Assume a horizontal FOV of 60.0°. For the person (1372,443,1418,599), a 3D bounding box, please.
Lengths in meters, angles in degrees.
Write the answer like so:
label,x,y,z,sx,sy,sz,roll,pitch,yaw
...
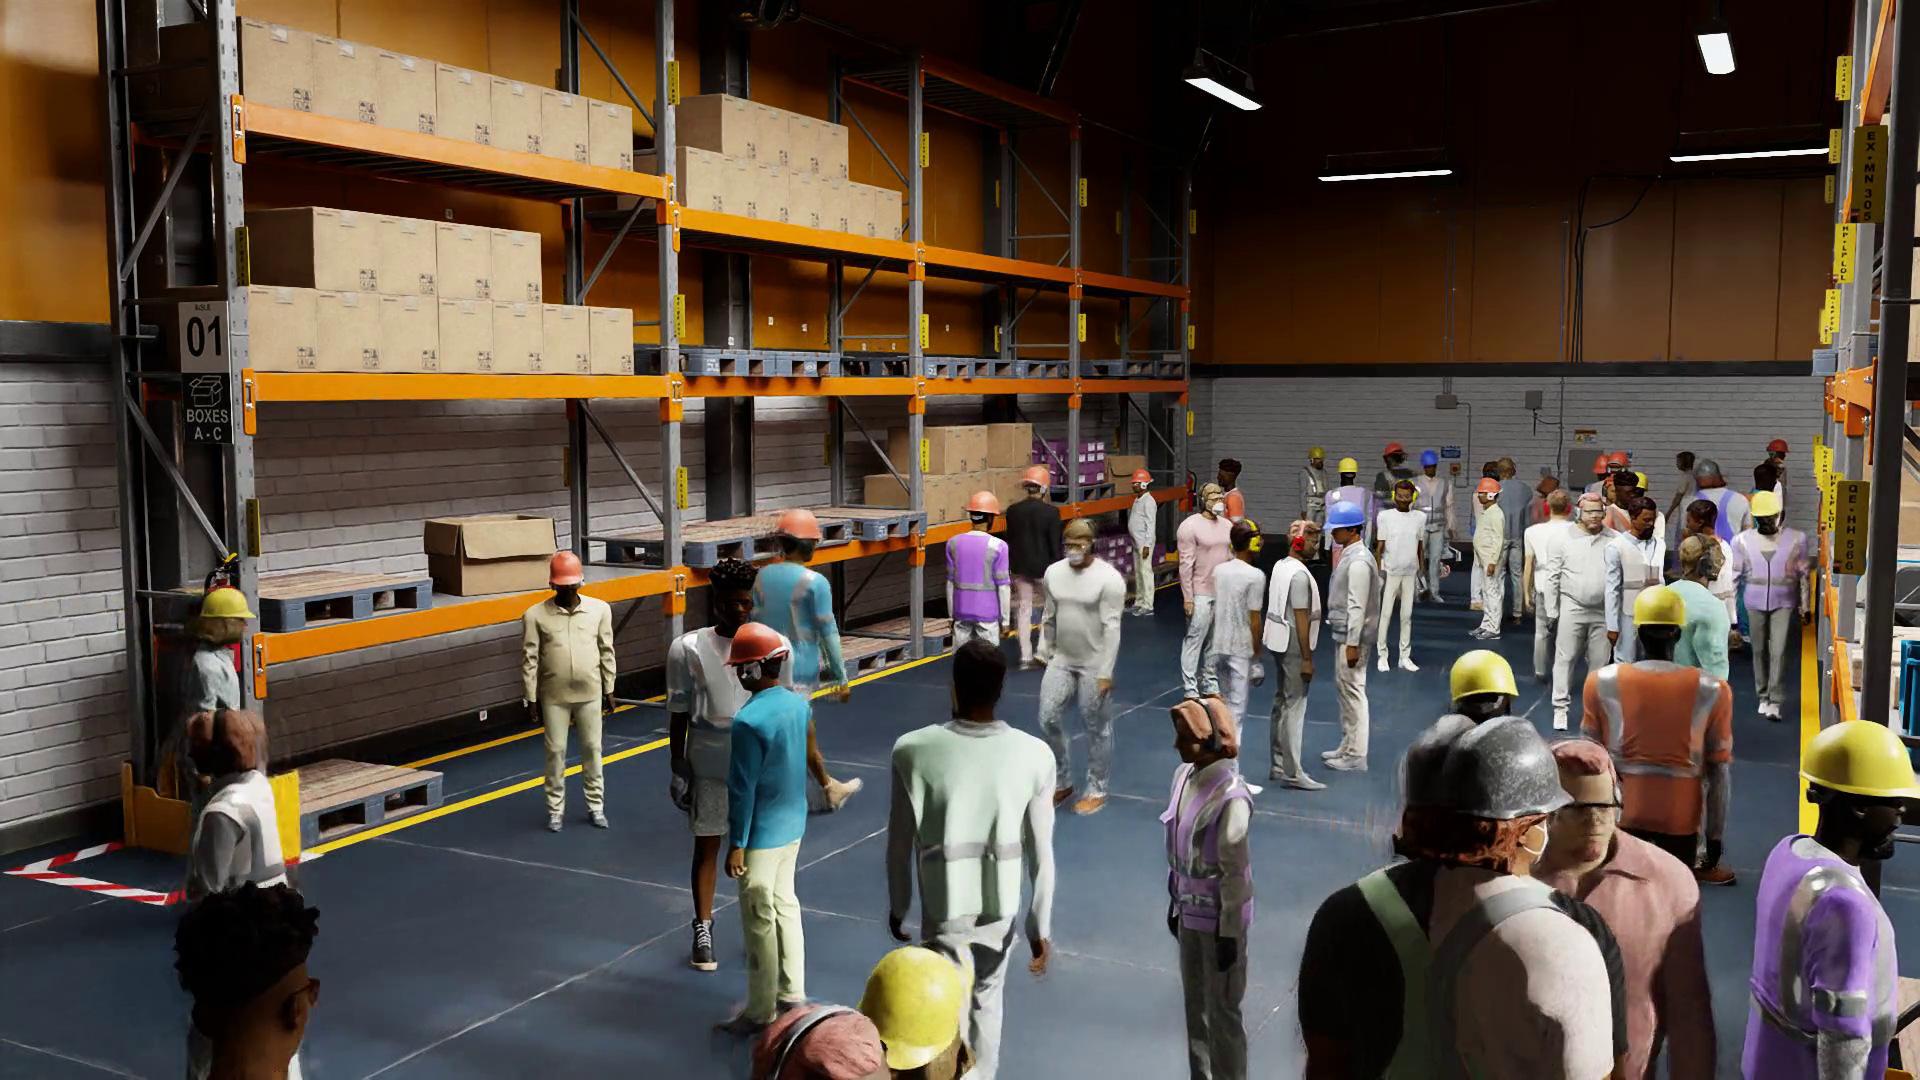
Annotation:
label,x,y,z,sx,sy,sz,roll,pitch,yaw
person,5.611,-0.254,21.563,0.645,2.001,0.716,-2,6,-25

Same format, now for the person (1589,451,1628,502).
label,x,y,z,sx,sy,sz,roll,pitch,yaw
person,7.680,-0.048,19.512,0.410,1.986,0.619,-5,7,-44

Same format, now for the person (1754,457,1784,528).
label,x,y,z,sx,sy,sz,roll,pitch,yaw
person,10.403,-0.153,21.429,0.505,1.838,0.349,-4,6,-34

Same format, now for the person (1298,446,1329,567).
label,x,y,z,sx,sy,sz,roll,pitch,yaw
person,5.380,-0.503,25.194,0.594,1.832,0.403,-4,7,-39

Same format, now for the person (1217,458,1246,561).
label,x,y,z,sx,sy,sz,roll,pitch,yaw
person,2.929,0.088,18.121,0.362,1.966,0.611,0,5,5

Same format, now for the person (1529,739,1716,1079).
label,x,y,z,sx,sy,sz,roll,pitch,yaw
person,1.593,1.420,4.371,0.635,1.870,0.906,1,5,5

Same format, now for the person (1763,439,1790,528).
label,x,y,z,sx,sy,sz,roll,pitch,yaw
person,11.683,-0.457,23.909,0.618,1.986,0.407,-3,6,-27

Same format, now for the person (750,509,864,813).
label,x,y,z,sx,sy,sz,roll,pitch,yaw
person,-0.985,0.802,10.356,0.633,1.987,1.067,5,7,43

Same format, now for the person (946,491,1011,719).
label,x,y,z,sx,sy,sz,roll,pitch,yaw
person,0.156,0.580,13.077,0.550,1.925,0.391,3,6,27

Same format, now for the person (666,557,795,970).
label,x,y,z,sx,sy,sz,roll,pitch,yaw
person,-1.070,1.051,7.842,0.611,1.958,0.368,-1,5,-14

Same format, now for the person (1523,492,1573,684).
label,x,y,z,sx,sy,sz,roll,pitch,yaw
person,5.380,0.468,14.977,0.592,1.792,0.979,2,6,22

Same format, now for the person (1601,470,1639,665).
label,x,y,z,sx,sy,sz,roll,pitch,yaw
person,6.194,0.318,15.658,0.609,1.963,0.368,-5,7,-44

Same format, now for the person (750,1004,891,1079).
label,x,y,z,sx,sy,sz,roll,pitch,yaw
person,-0.173,1.598,2.541,1.007,1.849,0.633,3,6,27

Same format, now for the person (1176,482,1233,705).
label,x,y,z,sx,sy,sz,roll,pitch,yaw
person,2.107,0.473,14.131,0.631,1.940,0.372,-5,7,-41

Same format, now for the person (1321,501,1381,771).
label,x,y,z,sx,sy,sz,roll,pitch,yaw
person,2.793,0.683,11.909,0.422,1.933,0.621,1,5,7

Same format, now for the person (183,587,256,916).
label,x,y,z,sx,sy,sz,roll,pitch,yaw
person,-3.762,1.102,8.483,0.469,1.722,0.480,-2,6,-24

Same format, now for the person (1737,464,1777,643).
label,x,y,z,sx,sy,sz,roll,pitch,yaw
person,8.535,0.138,17.850,0.386,1.916,0.590,1,5,12

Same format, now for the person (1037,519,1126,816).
label,x,y,z,sx,sy,sz,roll,pitch,yaw
person,0.746,0.818,10.563,0.635,1.909,0.567,4,7,37

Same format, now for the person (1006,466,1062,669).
label,x,y,z,sx,sy,sz,roll,pitch,yaw
person,0.728,0.275,16.092,0.615,1.979,0.444,3,6,26

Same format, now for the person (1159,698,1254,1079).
label,x,y,z,sx,sy,sz,roll,pitch,yaw
person,0.901,1.378,6.037,0.317,1.631,0.517,-2,6,-16

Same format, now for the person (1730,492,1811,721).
label,x,y,z,sx,sy,sz,roll,pitch,yaw
person,6.627,0.545,13.649,0.617,1.876,0.893,3,6,30

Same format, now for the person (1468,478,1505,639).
label,x,y,z,sx,sy,sz,roll,pitch,yaw
person,5.727,0.198,18.065,0.327,1.753,0.561,1,5,6

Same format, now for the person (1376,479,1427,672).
label,x,y,z,sx,sy,sz,roll,pitch,yaw
person,4.245,0.339,15.985,0.515,1.864,0.333,-1,5,-7

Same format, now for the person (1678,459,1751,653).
label,x,y,z,sx,sy,sz,roll,pitch,yaw
person,7.629,0.165,16.898,0.709,2.000,0.541,1,5,10

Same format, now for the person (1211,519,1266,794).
label,x,y,z,sx,sy,sz,roll,pitch,yaw
person,1.876,0.788,11.258,0.430,1.847,0.494,-3,6,-29

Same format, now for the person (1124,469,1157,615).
label,x,y,z,sx,sy,sz,roll,pitch,yaw
person,2.167,0.024,19.941,0.330,1.751,0.565,-1,5,-12

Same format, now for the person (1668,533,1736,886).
label,x,y,z,sx,sy,sz,roll,pitch,yaw
person,4.081,0.927,9.247,0.372,1.940,0.631,0,5,-2

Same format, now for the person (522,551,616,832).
label,x,y,z,sx,sy,sz,roll,pitch,yaw
person,-2.408,0.930,10.276,0.574,1.740,0.348,-2,6,-23

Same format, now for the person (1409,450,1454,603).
label,x,y,z,sx,sy,sz,roll,pitch,yaw
person,5.910,-0.166,20.975,0.615,1.943,0.404,0,5,1

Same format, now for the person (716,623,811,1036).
label,x,y,z,sx,sy,sz,roll,pitch,yaw
person,-0.851,1.222,7.142,0.353,1.739,0.574,2,6,20

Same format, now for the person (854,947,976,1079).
label,x,y,z,sx,sy,sz,roll,pitch,yaw
person,-0.144,1.611,3.188,0.716,1.692,0.512,-3,6,-31

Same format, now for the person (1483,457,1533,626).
label,x,y,z,sx,sy,sz,roll,pitch,yaw
person,6.242,0.017,19.057,0.628,1.937,0.378,-1,5,-14

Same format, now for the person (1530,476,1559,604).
label,x,y,z,sx,sy,sz,roll,pitch,yaw
person,7.284,0.019,20.656,0.560,1.616,0.397,-3,6,-28

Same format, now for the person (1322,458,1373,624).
label,x,y,z,sx,sy,sz,roll,pitch,yaw
person,4.420,0.026,19.006,0.591,1.927,0.366,-1,5,-14

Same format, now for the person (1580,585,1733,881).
label,x,y,z,sx,sy,sz,roll,pitch,yaw
person,2.923,1.146,7.036,0.584,1.909,0.506,2,6,18

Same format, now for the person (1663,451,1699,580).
label,x,y,z,sx,sy,sz,roll,pitch,yaw
person,10.188,-0.341,23.507,0.482,1.827,0.534,3,6,33

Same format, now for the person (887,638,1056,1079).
label,x,y,z,sx,sy,sz,roll,pitch,yaw
person,0.052,1.288,5.782,0.588,1.876,0.968,-1,5,-9

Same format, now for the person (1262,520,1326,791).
label,x,y,z,sx,sy,sz,roll,pitch,yaw
person,2.274,0.779,11.379,0.388,1.837,0.563,0,5,-5

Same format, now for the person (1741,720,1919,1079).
label,x,y,z,sx,sy,sz,roll,pitch,yaw
person,2.211,1.405,4.236,0.391,1.918,0.591,1,6,16

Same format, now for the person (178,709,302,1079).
label,x,y,z,sx,sy,sz,roll,pitch,yaw
person,-2.649,1.397,5.855,0.701,1.609,0.546,-1,5,-12

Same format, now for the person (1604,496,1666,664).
label,x,y,z,sx,sy,sz,roll,pitch,yaw
person,5.205,0.611,12.843,0.598,1.907,0.408,-3,6,-29

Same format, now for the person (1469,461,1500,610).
label,x,y,z,sx,sy,sz,roll,pitch,yaw
person,6.478,-0.052,20.381,0.431,1.835,0.623,4,6,34

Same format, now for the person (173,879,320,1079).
label,x,y,z,sx,sy,sz,roll,pitch,yaw
person,-1.152,1.531,2.722,0.638,1.937,0.494,1,5,15

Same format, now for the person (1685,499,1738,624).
label,x,y,z,sx,sy,sz,roll,pitch,yaw
person,5.568,0.649,12.412,0.402,1.909,0.599,5,7,42

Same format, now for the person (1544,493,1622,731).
label,x,y,z,sx,sy,sz,roll,pitch,yaw
person,4.988,0.573,13.231,0.653,1.905,0.408,0,5,3
